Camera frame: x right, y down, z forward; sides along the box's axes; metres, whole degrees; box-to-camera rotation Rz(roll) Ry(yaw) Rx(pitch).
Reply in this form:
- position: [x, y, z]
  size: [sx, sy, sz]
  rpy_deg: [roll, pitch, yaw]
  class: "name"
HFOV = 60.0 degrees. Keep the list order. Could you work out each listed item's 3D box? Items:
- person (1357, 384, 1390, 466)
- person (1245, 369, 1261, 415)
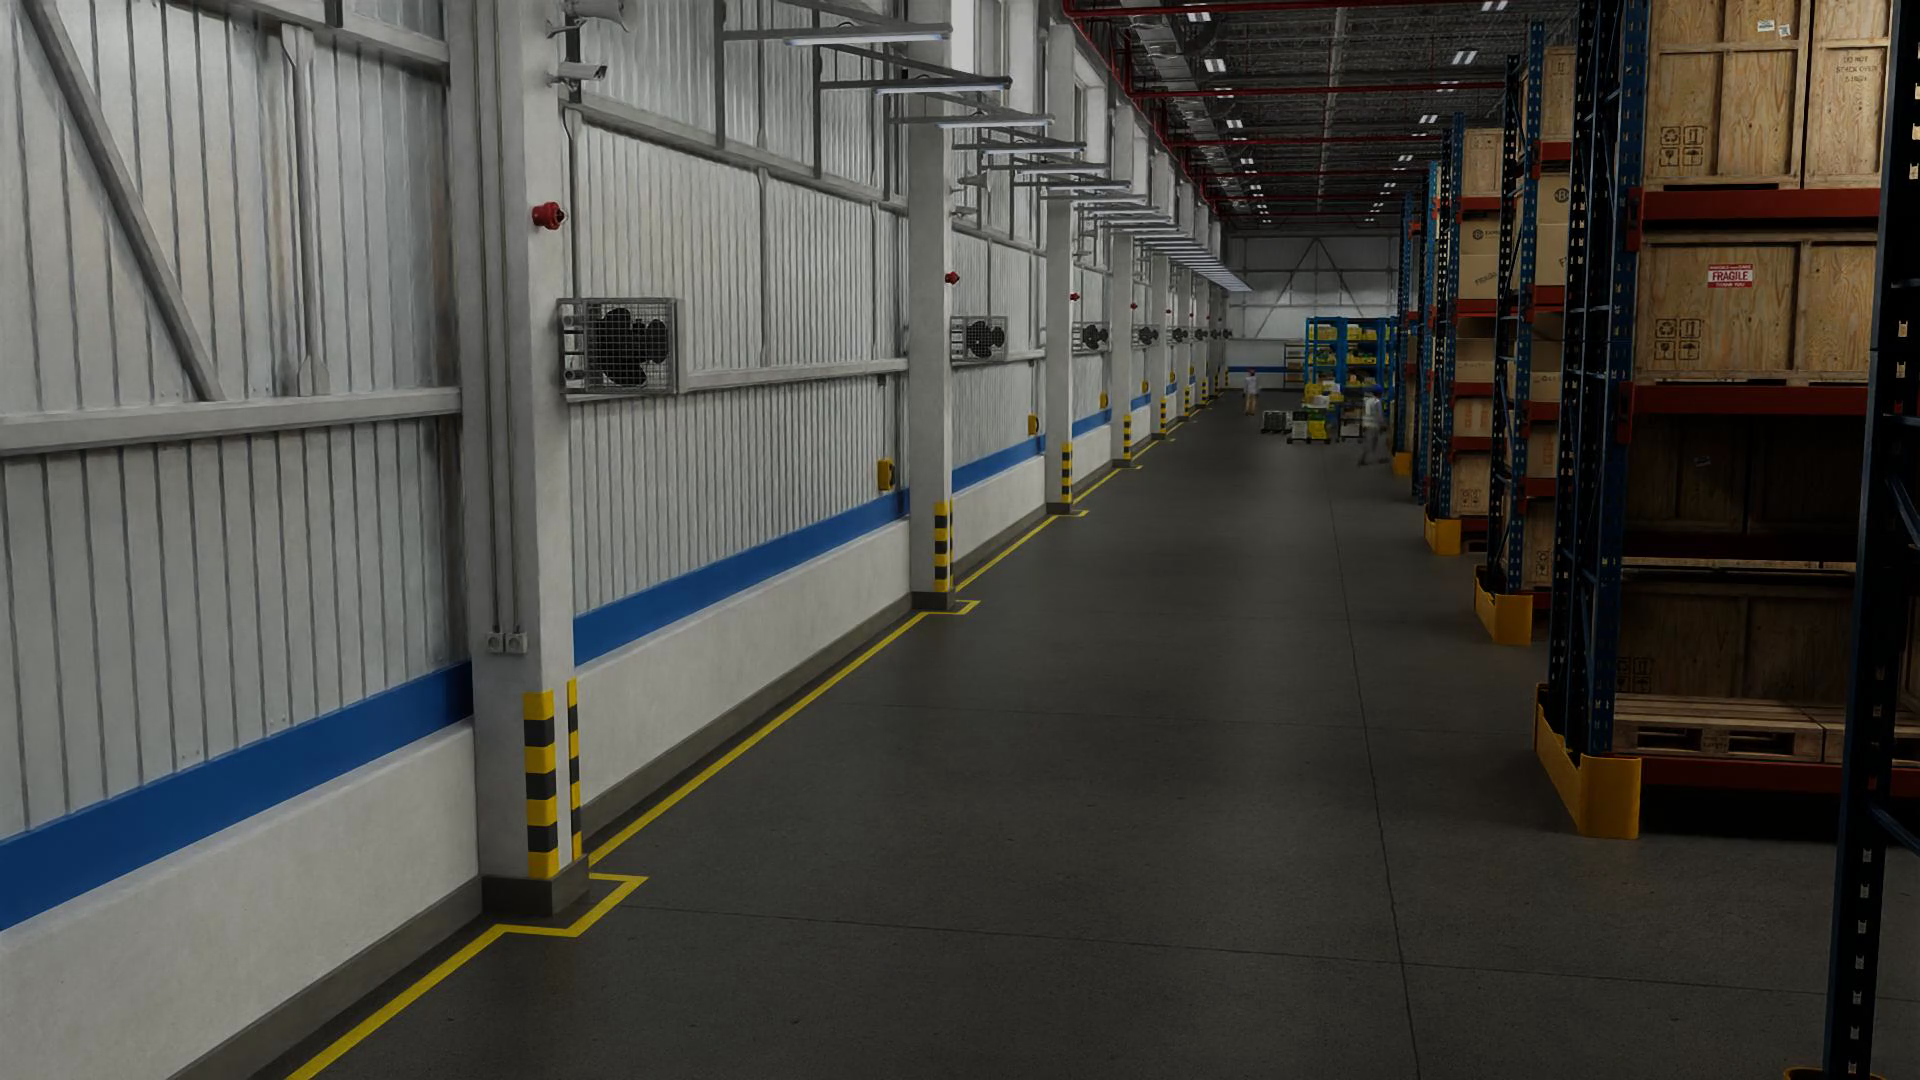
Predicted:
- position: [9.679, -2.662, 38.619]
  size: [0.974, 1.886, 0.594]
  rpy_deg: [-1, 7, -8]
  class: "person"
- position: [10.914, -5.503, 62.035]
  size: [0.595, 1.719, 0.518]
  rpy_deg: [1, 7, 5]
  class: "person"
